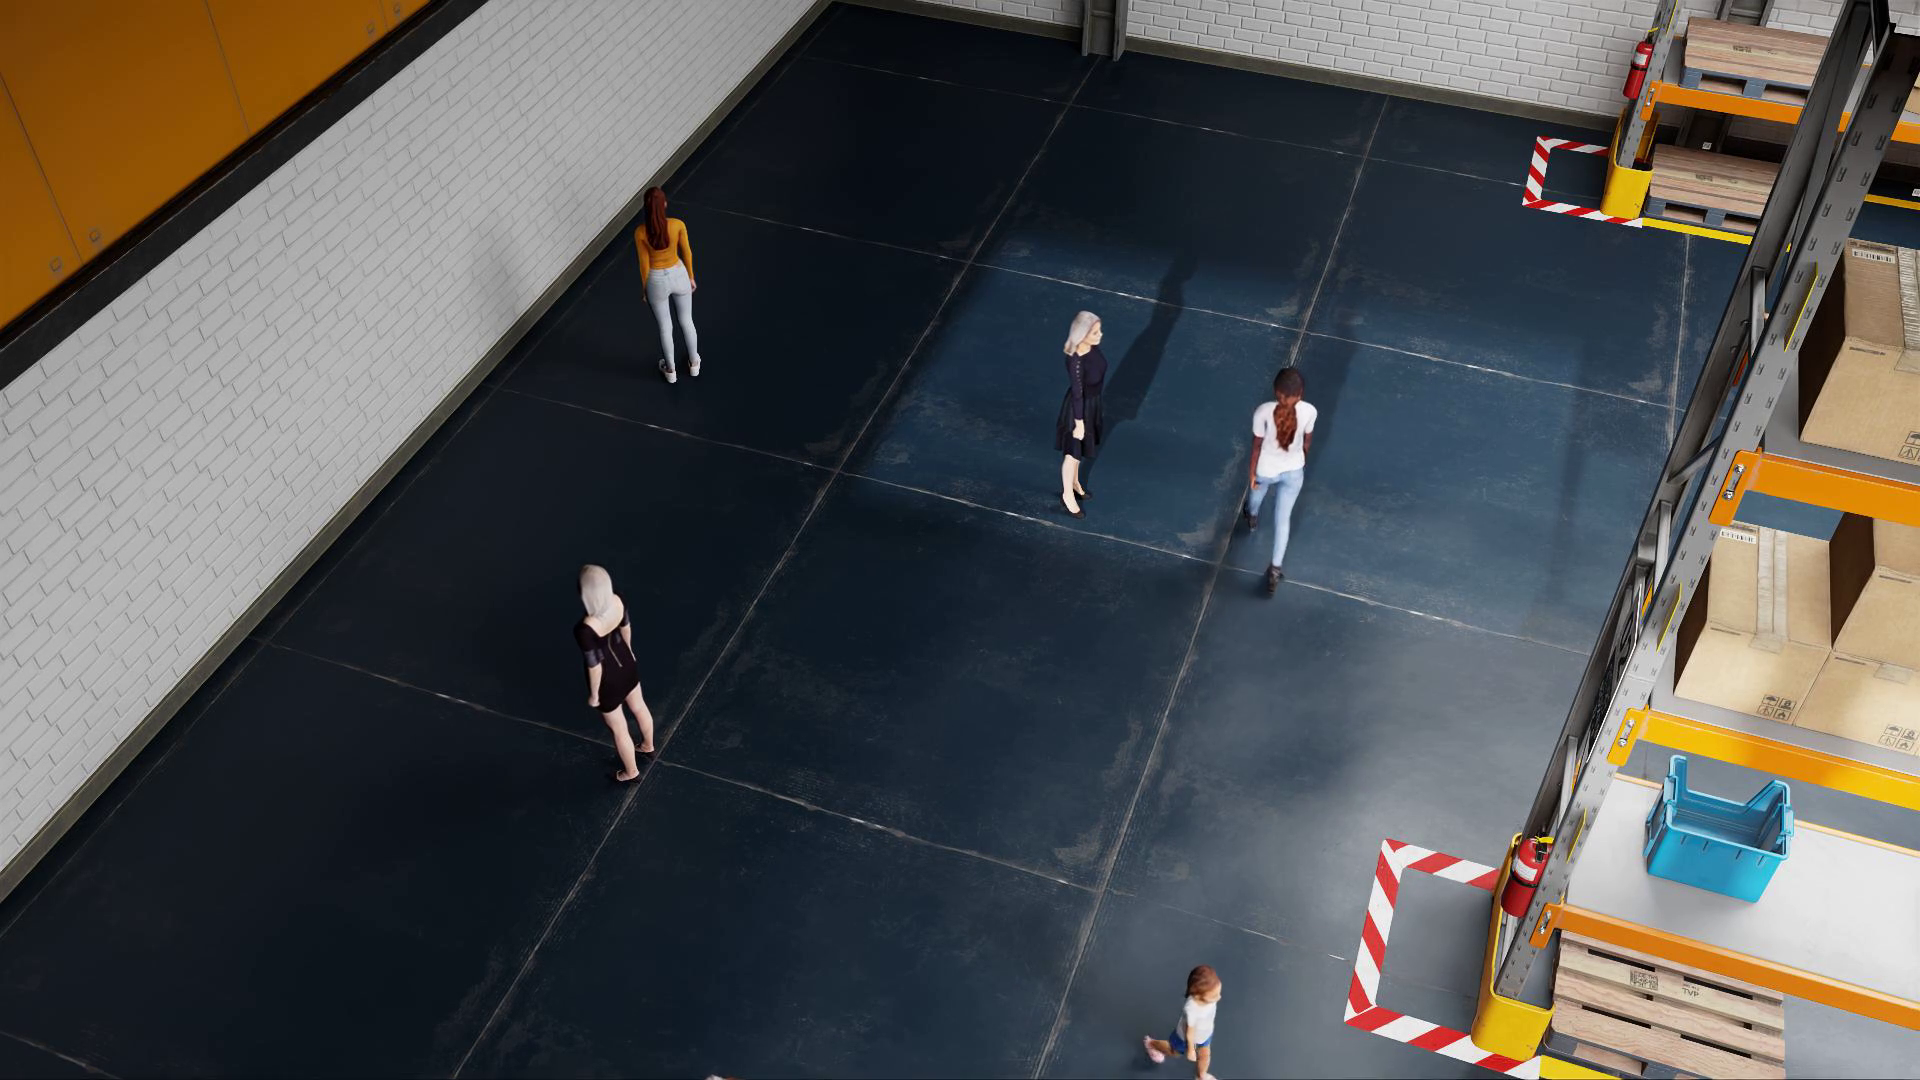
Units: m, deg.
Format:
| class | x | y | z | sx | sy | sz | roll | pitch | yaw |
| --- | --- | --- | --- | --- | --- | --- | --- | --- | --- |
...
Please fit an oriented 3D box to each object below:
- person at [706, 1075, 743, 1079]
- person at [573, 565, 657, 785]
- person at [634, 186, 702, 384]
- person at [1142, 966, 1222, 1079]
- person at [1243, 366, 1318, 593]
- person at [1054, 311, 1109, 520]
| class | x | y | z | sx | sy | sz | roll | pitch | yaw |
| --- | --- | --- | --- | --- | --- | --- | --- | --- | --- |
| person | -1.058 | 2.975 | 7.907 | 0.777 | 1.631 | 0.695 | -25 | 49 | -24 |
| person | -2.087 | 0.813 | 10.033 | 0.536 | 1.829 | 0.604 | 20 | 47 | 20 |
| person | -2.291 | -2.005 | 13.047 | 0.682 | 1.751 | 0.751 | -15 | 46 | -15 |
| person | 1.197 | 2.558 | 8.797 | 0.756 | 1.007 | 0.577 | 32 | 52 | 29 |
| person | 2.204 | -0.408 | 11.425 | 1.139 | 1.677 | 0.873 | 3 | 44 | 3 |
| person | 0.875 | -0.912 | 11.904 | 0.566 | 1.746 | 0.607 | 12 | 45 | 12 |
